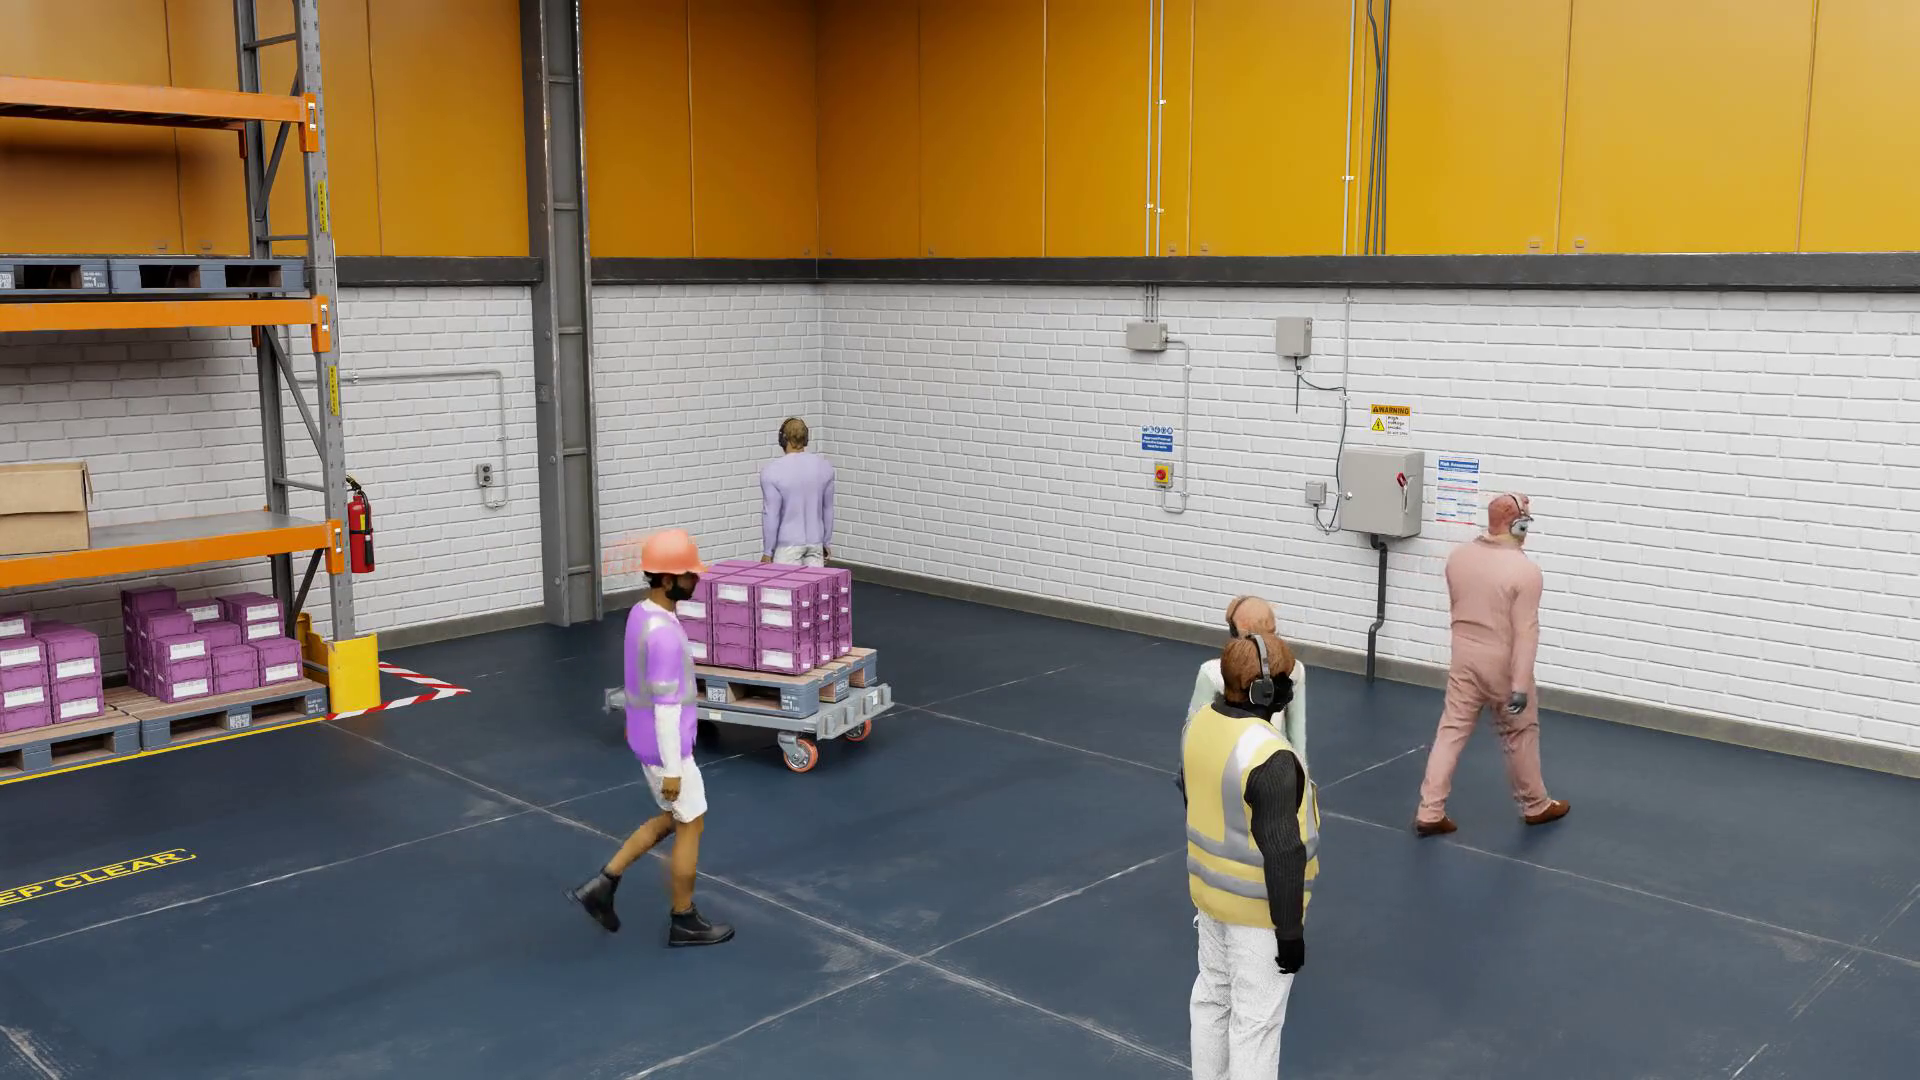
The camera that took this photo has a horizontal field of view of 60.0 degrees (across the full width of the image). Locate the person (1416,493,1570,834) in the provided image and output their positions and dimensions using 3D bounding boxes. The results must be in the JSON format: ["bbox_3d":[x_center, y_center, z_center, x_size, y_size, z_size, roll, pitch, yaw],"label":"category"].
[{"bbox_3d":[2.867,0.665,8.919,0.991,1.858,0.655,-6,11,-31],"label":"person"}]

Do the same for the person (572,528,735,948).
[{"bbox_3d":[-1.352,0.892,7.338,0.600,1.914,0.556,-4,10,-22],"label":"person"}]

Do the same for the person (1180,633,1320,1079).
[{"bbox_3d":[0.980,1.215,5.586,0.429,1.844,0.627,-3,10,-20],"label":"person"}]

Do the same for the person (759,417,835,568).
[{"bbox_3d":[-1.220,0.048,12.445,0.629,1.939,0.374,-7,12,-38],"label":"person"}]

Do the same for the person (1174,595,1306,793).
[{"bbox_3d":[1.222,1.035,7.388,0.530,1.608,0.752,-3,10,-17],"label":"person"}]
